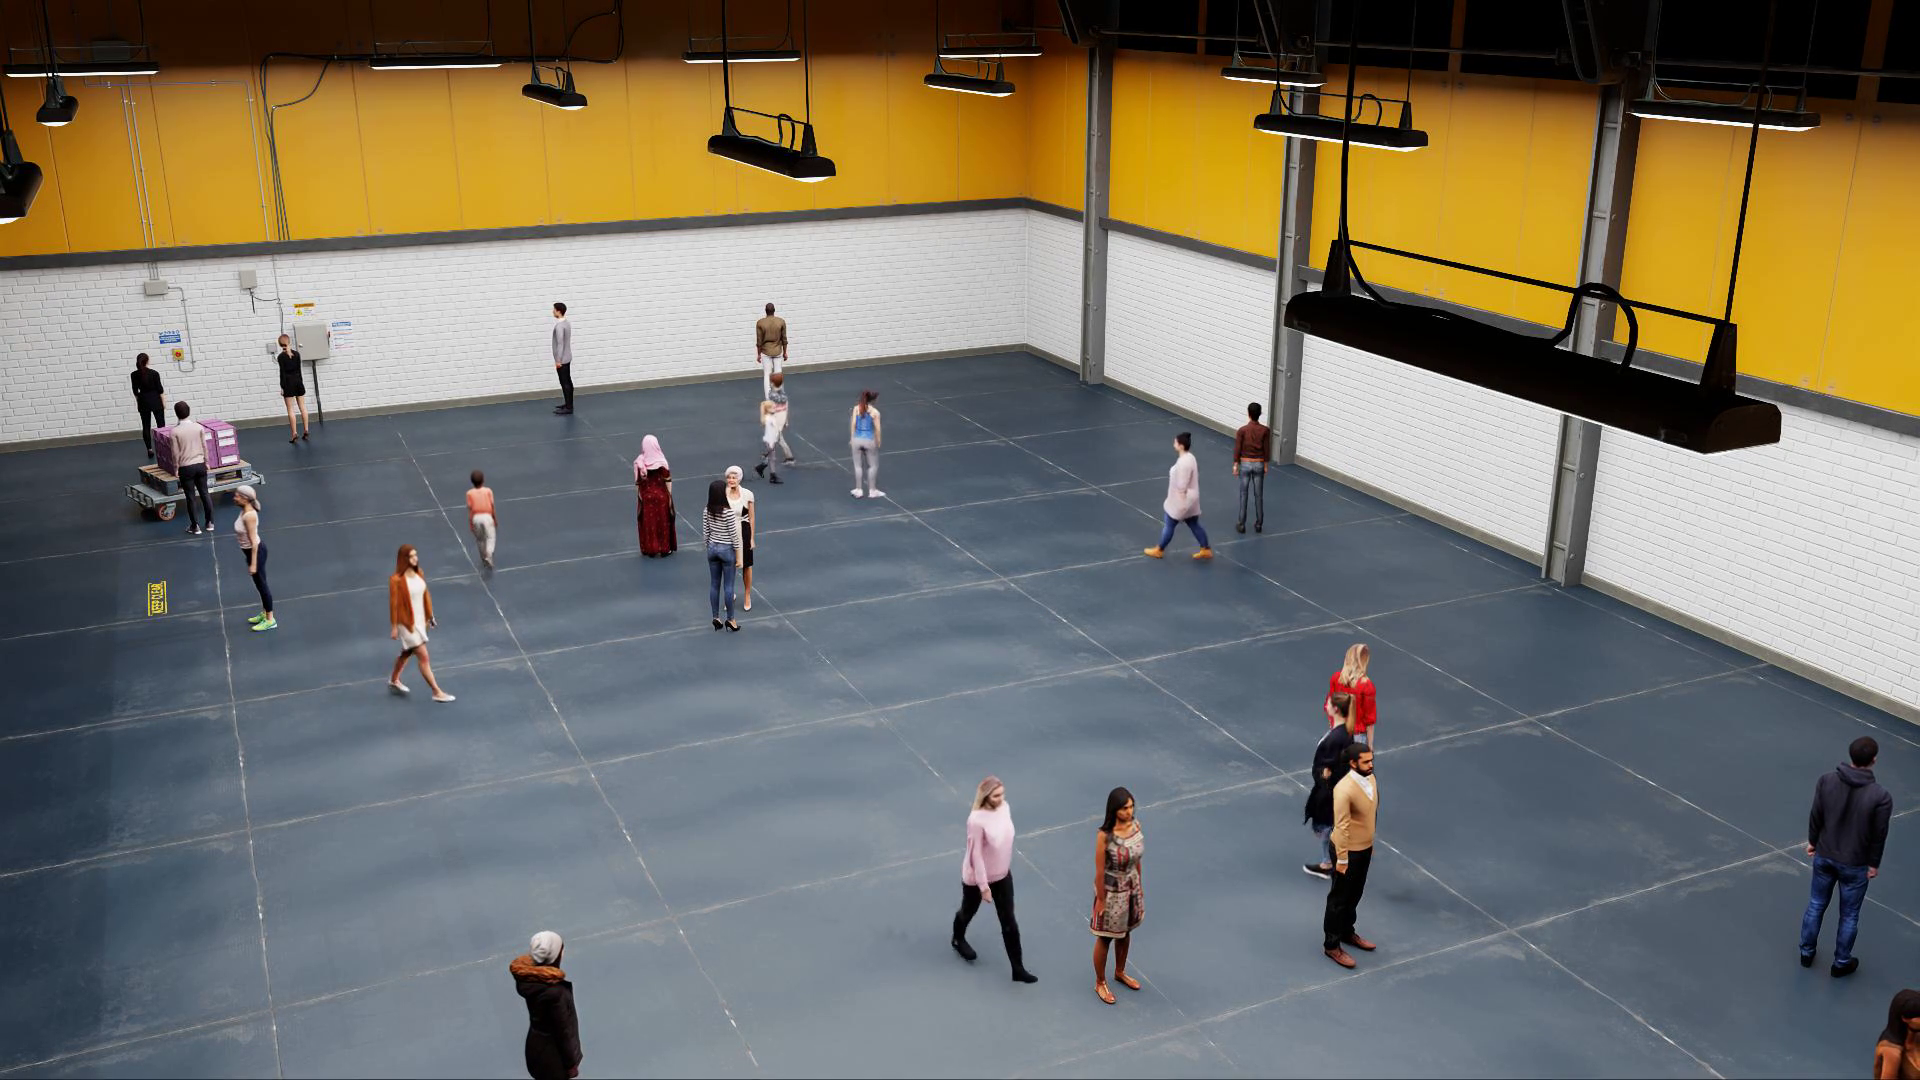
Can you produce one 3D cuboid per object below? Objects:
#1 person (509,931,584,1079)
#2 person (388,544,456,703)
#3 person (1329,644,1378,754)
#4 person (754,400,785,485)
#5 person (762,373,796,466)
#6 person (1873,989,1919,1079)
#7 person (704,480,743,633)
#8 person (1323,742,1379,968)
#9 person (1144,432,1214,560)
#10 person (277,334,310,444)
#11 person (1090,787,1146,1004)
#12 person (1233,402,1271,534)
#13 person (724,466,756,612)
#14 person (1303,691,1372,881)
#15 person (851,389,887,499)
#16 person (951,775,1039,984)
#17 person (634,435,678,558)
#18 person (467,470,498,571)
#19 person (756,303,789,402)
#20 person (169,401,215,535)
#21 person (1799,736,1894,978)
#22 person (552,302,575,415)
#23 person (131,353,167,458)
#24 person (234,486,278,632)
[{"bbox_3d":[-2.542,3.167,10.347,0.737,1.636,0.606,-14,23,-35],"label":"person"},{"bbox_3d":[-5.716,0.856,17.145,1.177,1.677,1.100,8,20,21],"label":"person"},{"bbox_3d":[3.411,1.709,14.575,0.743,1.703,0.573,-18,25,-42],"label":"person"},{"bbox_3d":[-2.864,-1.453,24.645,0.740,1.267,0.721,2,19,7],"label":"person"},{"bbox_3d":[-2.761,-1.834,25.551,1.017,1.410,0.854,12,22,31],"label":"person"},{"bbox_3d":[5.398,3.363,9.682,0.615,1.690,0.624,17,25,41],"label":"person"},{"bbox_3d":[-2.716,0.183,18.958,0.609,1.797,0.697,9,21,25],"label":"person"},{"bbox_3d":[2.972,2.342,12.612,0.743,1.754,0.747,15,24,37],"label":"person"},{"bbox_3d":[2.934,-0.513,21.180,1.207,1.698,1.135,7,20,21],"label":"person"},{"bbox_3d":[-10.782,-2.455,26.836,0.677,1.768,0.654,11,22,30],"label":"person"},{"bbox_3d":[1.151,2.555,12.150,0.699,1.645,0.614,-14,23,-36],"label":"person"},{"bbox_3d":[3.944,-0.979,22.443,0.713,1.774,0.679,0,19,-1],"label":"person"},{"bbox_3d":[-2.640,-0.029,19.650,0.702,1.756,0.707,2,19,6],"label":"person"},{"bbox_3d":[3.143,2.055,13.603,0.952,1.667,0.872,10,21,27],"label":"person"},{"bbox_3d":[-1.401,-1.396,23.971,0.767,1.590,0.768,-1,19,-4],"label":"person"},{"bbox_3d":[0.139,2.477,12.391,0.816,1.640,1.199,-16,24,-39],"label":"person"},{"bbox_3d":[-3.944,-0.575,21.459,0.760,1.636,0.768,1,19,3],"label":"person"},{"bbox_3d":[-6.018,-0.237,20.980,0.589,1.301,0.782,-4,19,-11],"label":"person"},{"bbox_3d":[-3.295,-3.258,29.131,0.767,1.825,0.627,-5,19,-15],"label":"person"},{"bbox_3d":[-10.357,-0.987,22.411,0.693,1.809,0.666,-18,25,-42],"label":"person"},{"bbox_3d":[6.573,2.345,12.387,0.637,1.892,0.803,17,25,42],"label":"person"},{"bbox_3d":[-6.832,-3.145,28.641,0.887,1.923,0.718,-1,19,-3],"label":"person"},{"bbox_3d":[-12.634,-2.099,25.948,0.664,1.660,0.656,-2,19,-7],"label":"person"},{"bbox_3d":[-8.086,0.185,19.100,0.658,1.702,0.470,-9,21,-25],"label":"person"}]
